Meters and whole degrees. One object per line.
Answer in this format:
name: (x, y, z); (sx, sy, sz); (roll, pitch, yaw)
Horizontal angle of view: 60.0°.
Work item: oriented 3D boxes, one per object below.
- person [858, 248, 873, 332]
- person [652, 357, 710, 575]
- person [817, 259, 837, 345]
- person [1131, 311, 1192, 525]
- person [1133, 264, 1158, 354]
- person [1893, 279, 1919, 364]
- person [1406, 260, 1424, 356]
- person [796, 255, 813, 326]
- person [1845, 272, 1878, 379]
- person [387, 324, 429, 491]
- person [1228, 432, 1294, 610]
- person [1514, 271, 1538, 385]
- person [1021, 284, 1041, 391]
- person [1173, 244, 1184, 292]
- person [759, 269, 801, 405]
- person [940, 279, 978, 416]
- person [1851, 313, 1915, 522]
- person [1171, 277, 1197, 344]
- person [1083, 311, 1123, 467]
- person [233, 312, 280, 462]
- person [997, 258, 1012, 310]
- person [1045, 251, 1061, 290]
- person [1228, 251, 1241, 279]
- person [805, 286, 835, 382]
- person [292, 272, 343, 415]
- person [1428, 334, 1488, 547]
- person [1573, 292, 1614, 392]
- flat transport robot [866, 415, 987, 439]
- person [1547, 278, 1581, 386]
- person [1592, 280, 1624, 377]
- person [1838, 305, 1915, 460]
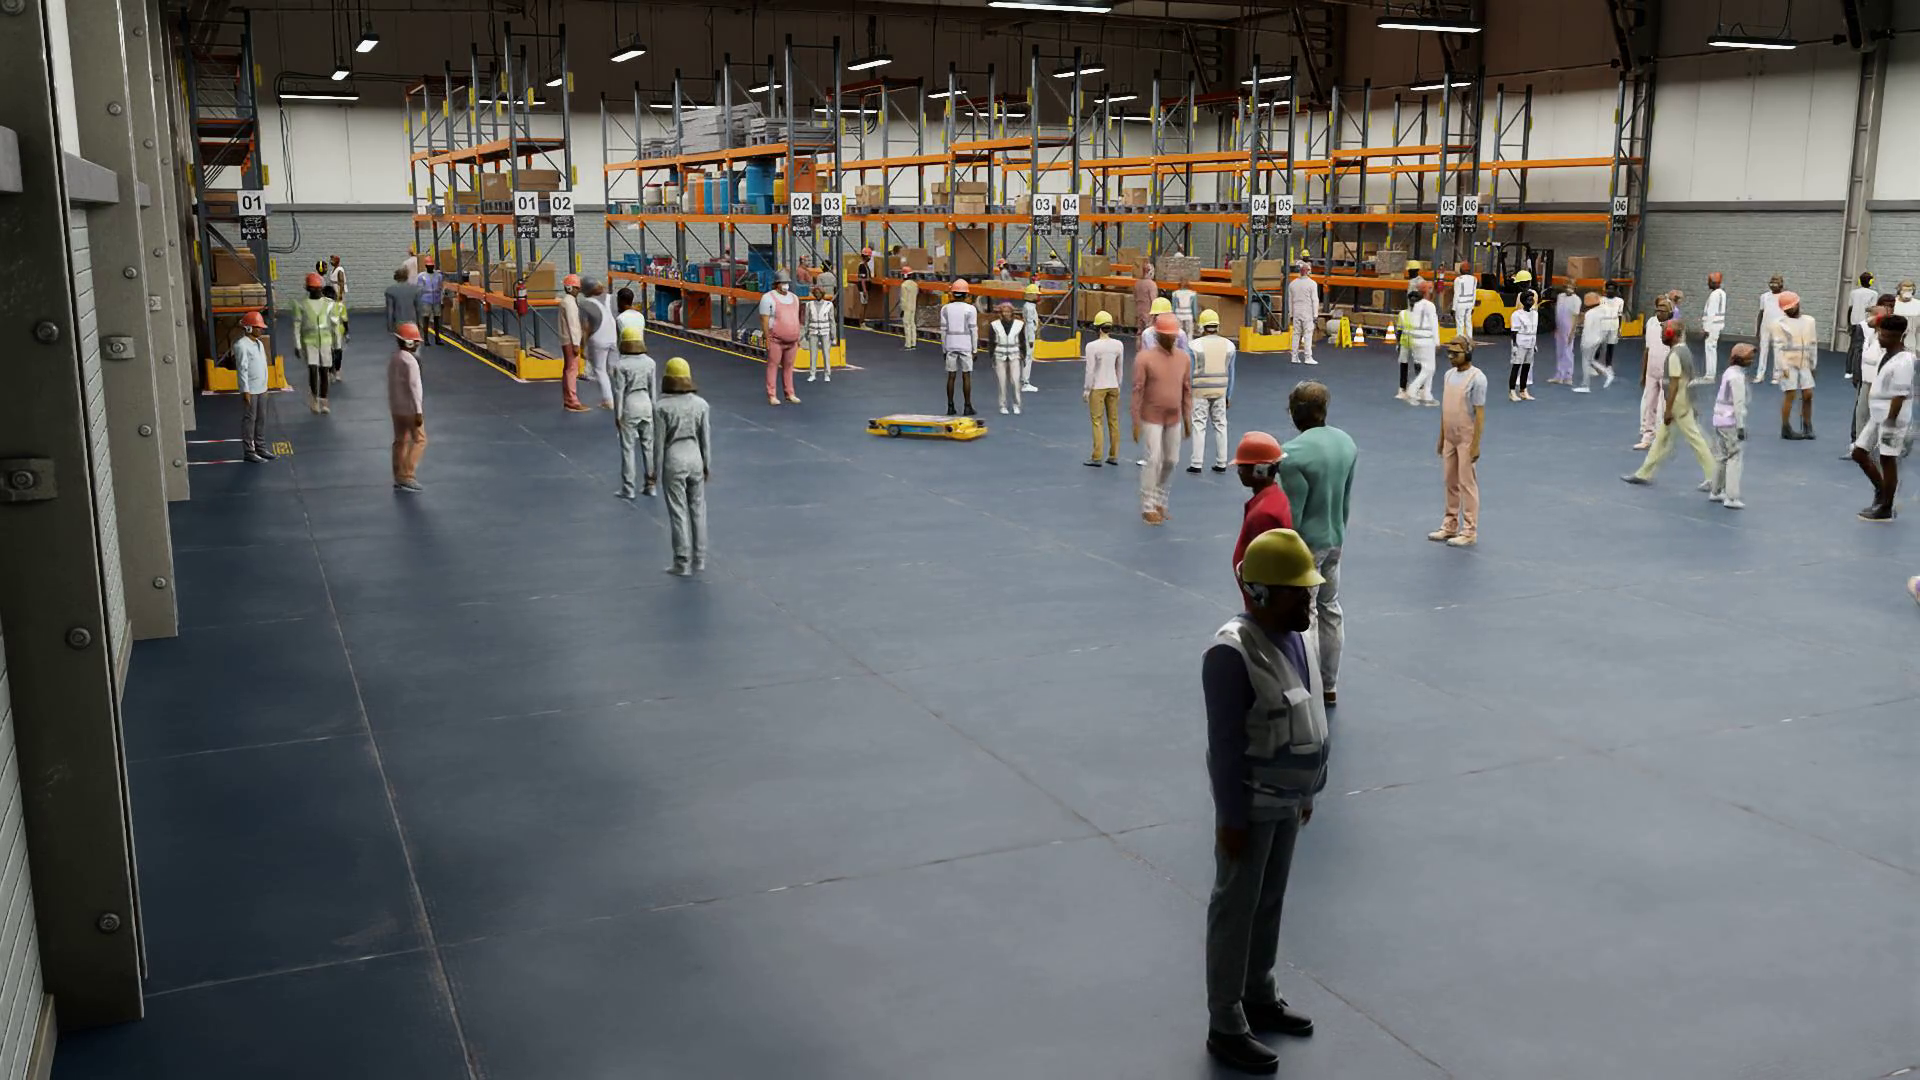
person: (-2.294, -6.099, 40.546); (0.383, 2.036, 0.605); (0, 11, 0)
person: (-2.233, -0.593, 13.318); (0.492, 1.740, 0.336); (-8, 14, -36)
person: (-2.923, -5.201, 36.400); (0.532, 1.869, 0.311); (-9, 14, -38)
person: (1.875, -1.135, 15.450); (0.631, 1.994, 0.428); (-5, 12, -25)
person: (3.586, -4.299, 31.720); (0.409, 1.906, 0.651); (-6, 13, -29)
person: (13.510, -2.772, 23.906); (0.630, 1.932, 0.365); (4, 12, 20)
person: (9.195, -4.702, 33.716); (0.382, 1.924, 0.594); (0, 11, -1)
person: (-3.592, -5.647, 38.572); (0.407, 1.908, 0.641); (-1, 11, -3)
person: (15.669, -3.719, 28.901); (0.335, 1.860, 0.508); (-7, 13, -31)
person: (-5.712, -1.370, 17.272); (0.367, 1.741, 0.583); (-10, 15, -42)
person: (1.578, 0.296, 8.788); (0.360, 1.742, 0.577); (3, 11, 13)
person: (9.484, -3.568, 28.002); (0.407, 1.914, 0.589); (-1, 11, -6)
person: (1.147, -3.275, 26.963); (0.331, 1.734, 0.480); (-1, 11, -3)
person: (6.874, -8.274, 51.919); (0.403, 1.911, 0.637); (-1, 11, -7)
person: (-2.659, -3.068, 25.121); (0.674, 2.000, 0.537); (-10, 15, -41)
person: (0.001, -2.737, 23.706); (0.549, 1.937, 0.358); (4, 12, 18)
person: (8.611, -1.131, 15.497); (0.427, 1.950, 0.644); (2, 11, 11)
person: (4.395, -4.357, 32.716); (0.543, 1.627, 0.359); (1, 11, 3)
person: (1.622, -1.719, 18.966); (0.533, 1.768, 0.310); (-7, 13, -33)
person: (-8.171, -1.774, 19.306); (0.351, 1.743, 0.563); (1, 11, 3)
person: (1.135, -6.235, 42.004); (0.444, 1.730, 0.590); (3, 11, 14)
person: (2.760, -7.686, 49.292); (0.523, 1.769, 0.320); (3, 12, 17)
person: (8.301, -7.842, 50.105); (0.523, 1.761, 0.328); (10, 15, 43)
person: (-2.399, -3.527, 28.477); (0.515, 1.640, 0.315); (1, 11, 7)
person: (-9.143, -2.793, 23.757); (0.636, 2.024, 0.686); (-7, 13, -33)
person: (4.347, -0.866, 14.461); (0.339, 1.838, 0.507); (-4, 12, -21)
person: (10.198, -3.163, 26.702); (0.511, 1.613, 0.500); (9, 15, 40)
flat transport robot: (-0.434, -1.482, 21.575); (1.431, 0.197, 0.652); (4, 12, 22)
person: (10.094, -3.480, 27.855); (0.350, 1.808, 0.688); (-4, 12, -20)
person: (11.426, -3.729, 29.352); (0.536, 1.699, 0.322); (0, 11, -2)
person: (10.719, -1.816, 19.340); (0.748, 1.814, 0.588); (-1, 11, -3)
